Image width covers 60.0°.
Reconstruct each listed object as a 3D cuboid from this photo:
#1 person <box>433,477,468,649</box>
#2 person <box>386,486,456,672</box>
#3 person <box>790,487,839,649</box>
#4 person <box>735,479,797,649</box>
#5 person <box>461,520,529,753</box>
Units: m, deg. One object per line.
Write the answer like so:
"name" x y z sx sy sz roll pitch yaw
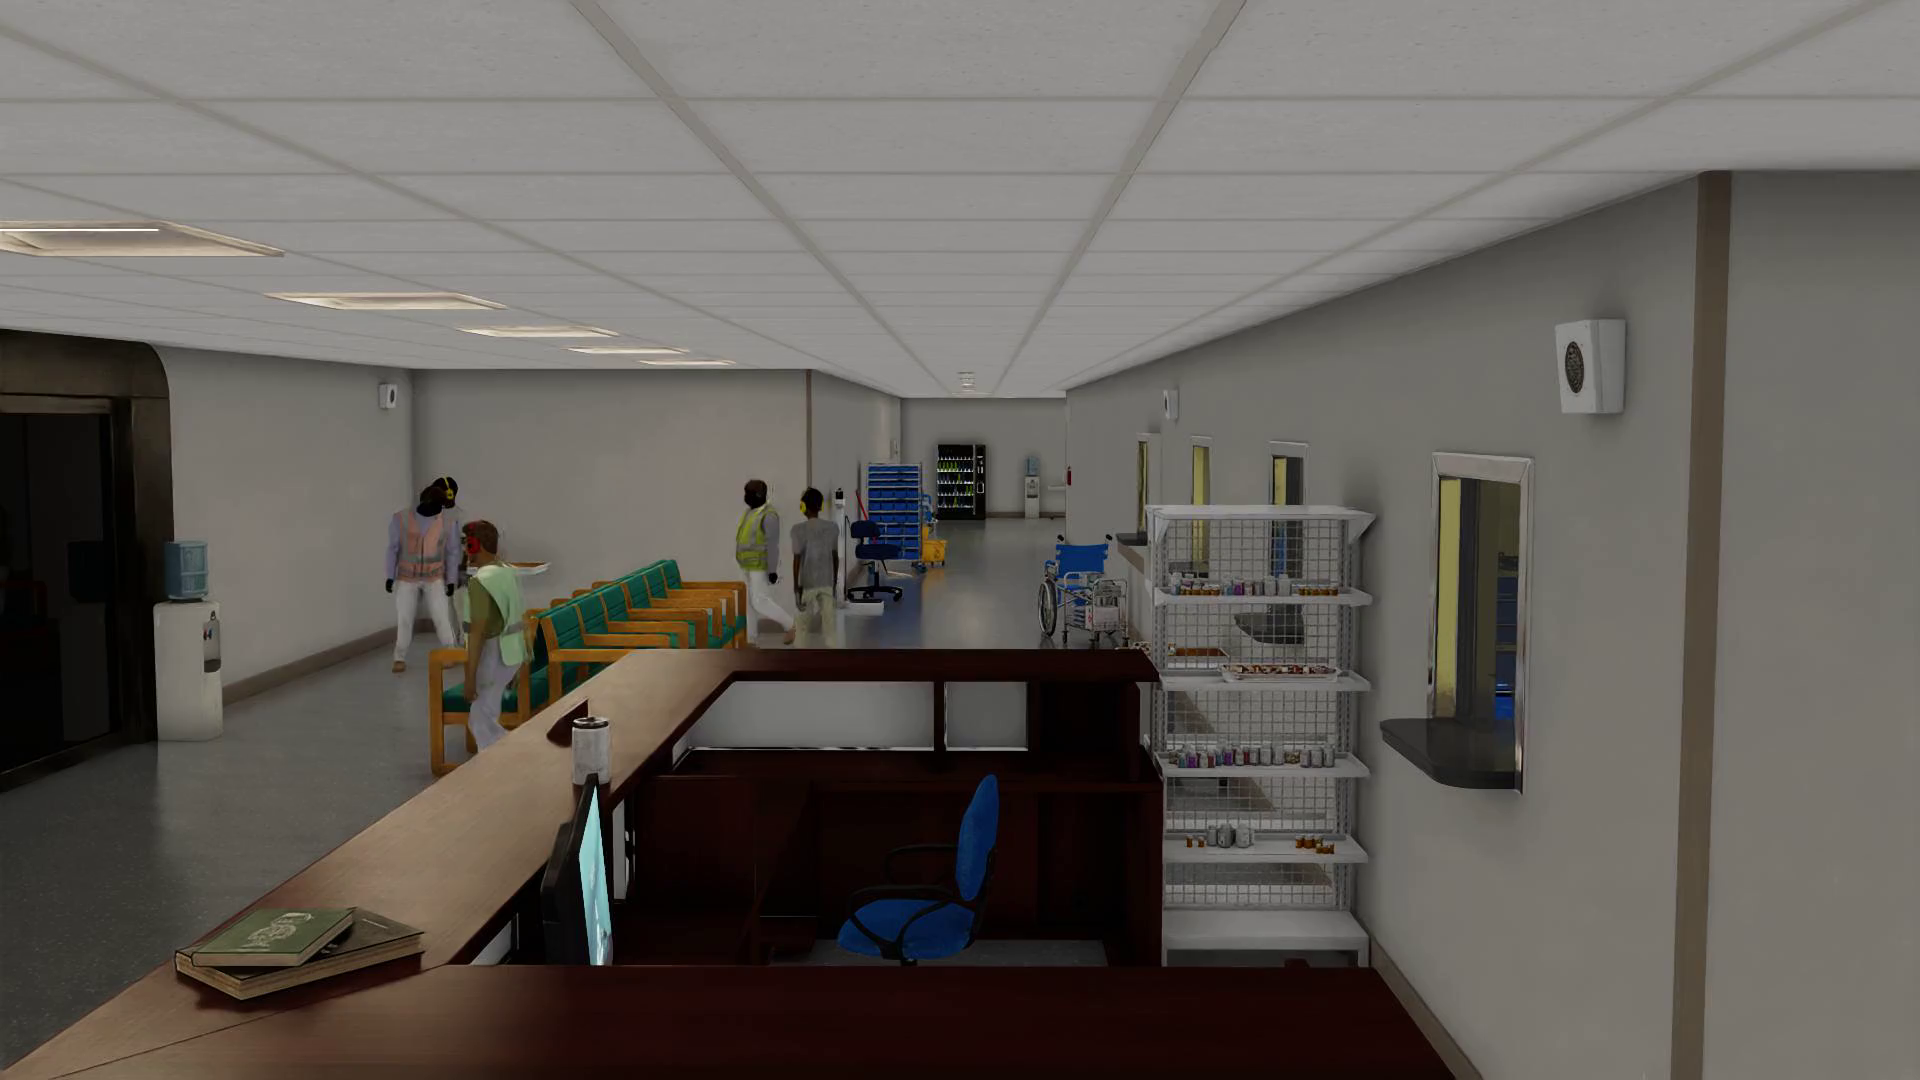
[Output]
"person" -5.150 0.291 16.829 0.335 1.865 0.520 -4 6 -44
"person" -5.222 0.382 16.110 0.659 1.810 0.433 -1 4 -19
"person" -1.328 0.429 15.245 0.517 1.817 0.994 -2 4 -22
"person" -2.061 0.271 17.401 0.650 1.825 0.631 -2 5 -31
"person" -2.842 0.786 10.176 0.456 1.820 0.585 0 4 -4
